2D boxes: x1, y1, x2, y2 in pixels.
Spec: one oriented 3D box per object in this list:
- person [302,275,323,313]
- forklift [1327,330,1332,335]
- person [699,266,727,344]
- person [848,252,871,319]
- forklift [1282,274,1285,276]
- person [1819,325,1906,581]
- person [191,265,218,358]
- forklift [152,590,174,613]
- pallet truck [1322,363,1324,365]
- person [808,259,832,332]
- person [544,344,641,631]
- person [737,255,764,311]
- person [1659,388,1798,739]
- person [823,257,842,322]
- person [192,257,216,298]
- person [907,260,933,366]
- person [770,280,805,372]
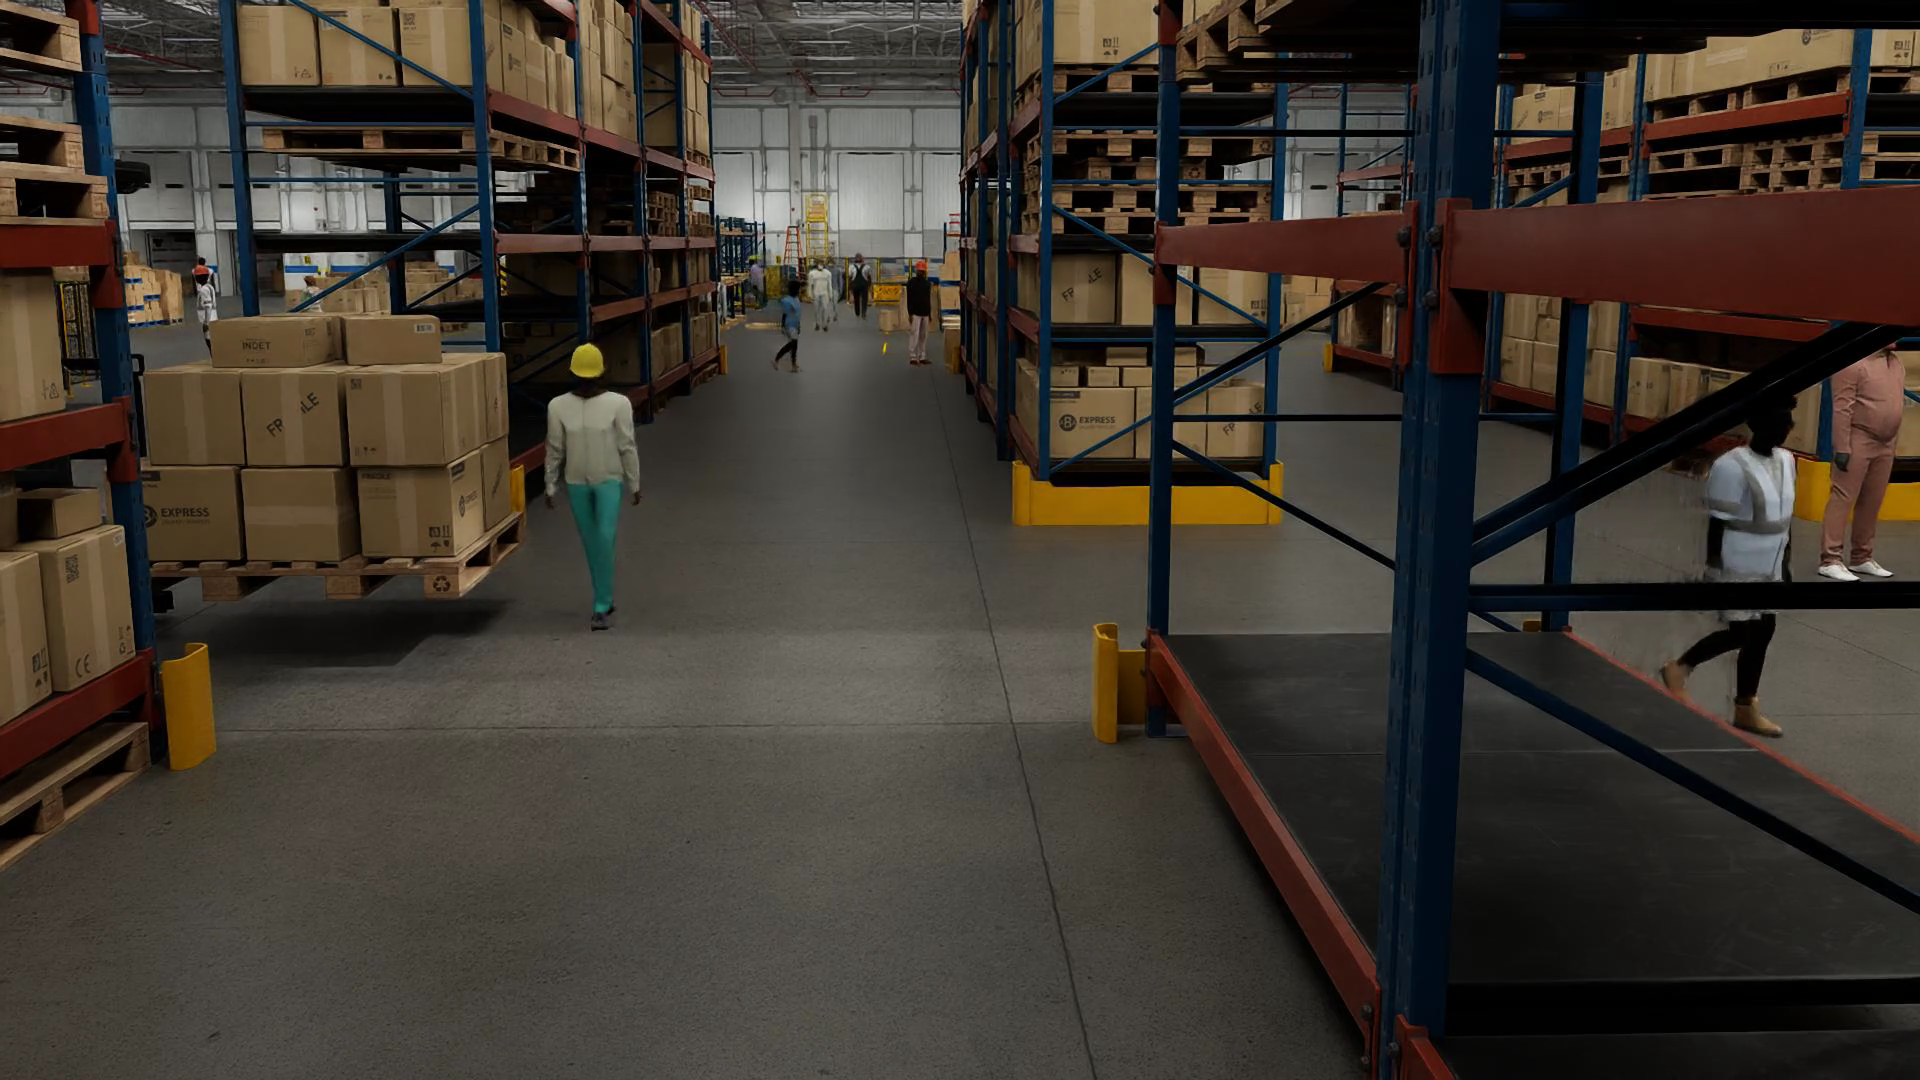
[{"bbox_3d":[-13.689,-4.773,35.193,0.311,1.633,0.505,5,11,26],"label":"person"},{"bbox_3d":[10.088,-6.357,40.536,1.129,2.768,1.873,-7,12,-35],"label":"forklift"},{"bbox_3d":[-4.900,-4.478,32.872,0.596,1.873,0.461,-3,11,-19],"label":"person"},{"bbox_3d":[-3.054,-7.742,50.587,0.699,2.000,0.605,0,10,-1],"label":"person"},{"bbox_3d":[12.197,-10.520,63.727,1.129,2.768,1.873,0,10,-2],"label":"forklift"},{"bbox_3d":[6.315,-0.661,11.556,0.647,1.900,0.401,-5,11,-25],"label":"person"},{"bbox_3d":[-13.223,-3.843,29.156,0.371,1.935,0.551,-3,11,-18],"label":"person"},{"bbox_3d":[-5.858,-0.811,9.639,1.873,2.768,1.129,-1,10,-3],"label":"forklift"},{"bbox_3d":[7.712,-4.157,30.737,1.885,1.965,0.823,3,11,16],"label":"pallet truck"},{"bbox_3d":[-3.673,-6.414,43.644,0.650,1.891,1.030,-2,10,-12],"label":"person"},{"bbox_3d":[-2.246,-0.321,10.095,0.566,1.717,0.749,0,10,2],"label":"person"},{"bbox_3d":[-7.047,-8.635,55.974,0.963,1.881,0.616,1,10,4],"label":"person"},{"bbox_3d":[3.710,0.095,7.933,0.532,1.676,0.481,-6,12,-31],"label":"person"},{"bbox_3d":[-3.762,-7.318,48.685,0.634,1.896,0.991,0,10,-1],"label":"person"},{"bbox_3d":[-21.821,-7.201,48.026,0.607,1.884,0.846,-5,11,-25],"label":"person"},{"bbox_3d":[-0.746,-4.288,31.493,0.391,1.986,0.625,9,13,41],"label":"person"},{"bbox_3d":[-3.132,-3.859,30.052,0.735,1.674,0.571,4,11,22],"label":"person"}]
